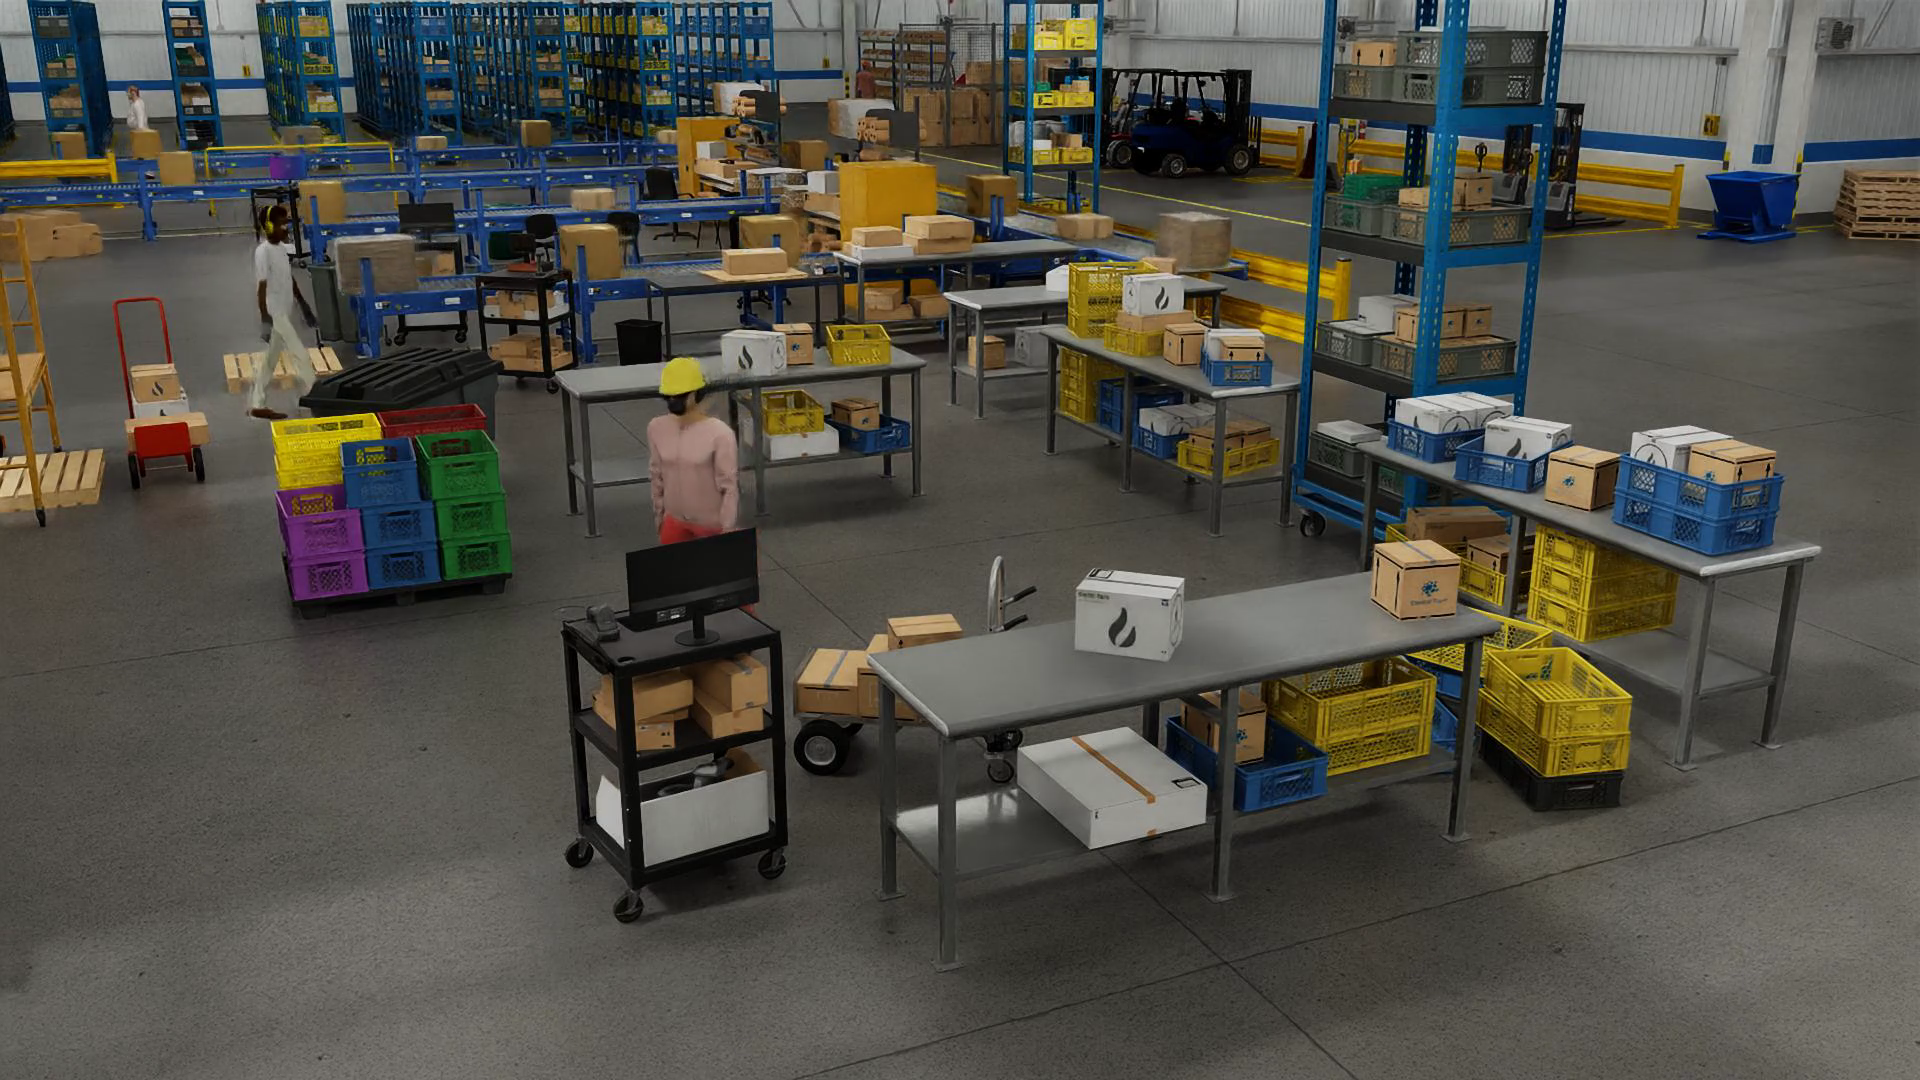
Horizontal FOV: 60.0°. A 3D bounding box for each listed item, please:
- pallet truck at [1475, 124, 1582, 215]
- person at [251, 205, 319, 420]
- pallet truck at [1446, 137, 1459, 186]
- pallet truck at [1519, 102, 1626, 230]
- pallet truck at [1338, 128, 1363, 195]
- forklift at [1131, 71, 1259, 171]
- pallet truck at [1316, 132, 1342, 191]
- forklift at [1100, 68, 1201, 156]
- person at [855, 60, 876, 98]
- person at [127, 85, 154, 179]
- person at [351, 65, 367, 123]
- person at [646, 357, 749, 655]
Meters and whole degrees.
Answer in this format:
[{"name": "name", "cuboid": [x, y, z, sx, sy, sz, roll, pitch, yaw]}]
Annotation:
[{"name": "pallet truck", "cuboid": [9.707, -6.455, 28.103, 1.885, 1.965, 0.823, -7, 19, -20]}, {"name": "person", "cuboid": [-5.645, -1.902, 14.041, 0.956, 1.818, 0.538, -2, 18, -6]}, {"name": "pallet truck", "cuboid": [9.184, -6.485, 29.328, 1.630, 1.274, 0.653, -8, 19, -23]}, {"name": "pallet truck", "cuboid": [9.972, -6.037, 26.785, 1.885, 1.965, 0.823, -9, 20, -25]}, {"name": "pallet truck", "cuboid": [7.845, -7.140, 31.411, 1.522, 1.261, 0.704, -9, 20, -25]}, {"name": "forklift", "cuboid": [4.998, -8.936, 35.413, 2.680, 1.987, 1.157, -9, 20, -25]}, {"name": "pallet truck", "cuboid": [7.723, -7.504, 32.656, 1.601, 1.201, 0.680, -8, 19, -23]}, {"name": "forklift", "cuboid": [4.082, -9.564, 37.410, 2.680, 1.987, 1.157, -8, 19, -23]}, {"name": "person", "cuboid": [-2.856, -13.571, 50.579, 0.638, 1.961, 0.467, 9, 20, 25]}, {"name": "person", "cuboid": [-17.084, -8.478, 34.621, 0.402, 1.911, 0.639, -7, 19, -22]}, {"name": "person", "cuboid": [-18.869, -14.125, 52.580, 0.885, 1.800, 0.595, -11, 21, -32]}, {"name": "person", "cuboid": [-1.365, -0.082, 8.478, 0.563, 1.717, 0.911, 6, 19, 19]}]
